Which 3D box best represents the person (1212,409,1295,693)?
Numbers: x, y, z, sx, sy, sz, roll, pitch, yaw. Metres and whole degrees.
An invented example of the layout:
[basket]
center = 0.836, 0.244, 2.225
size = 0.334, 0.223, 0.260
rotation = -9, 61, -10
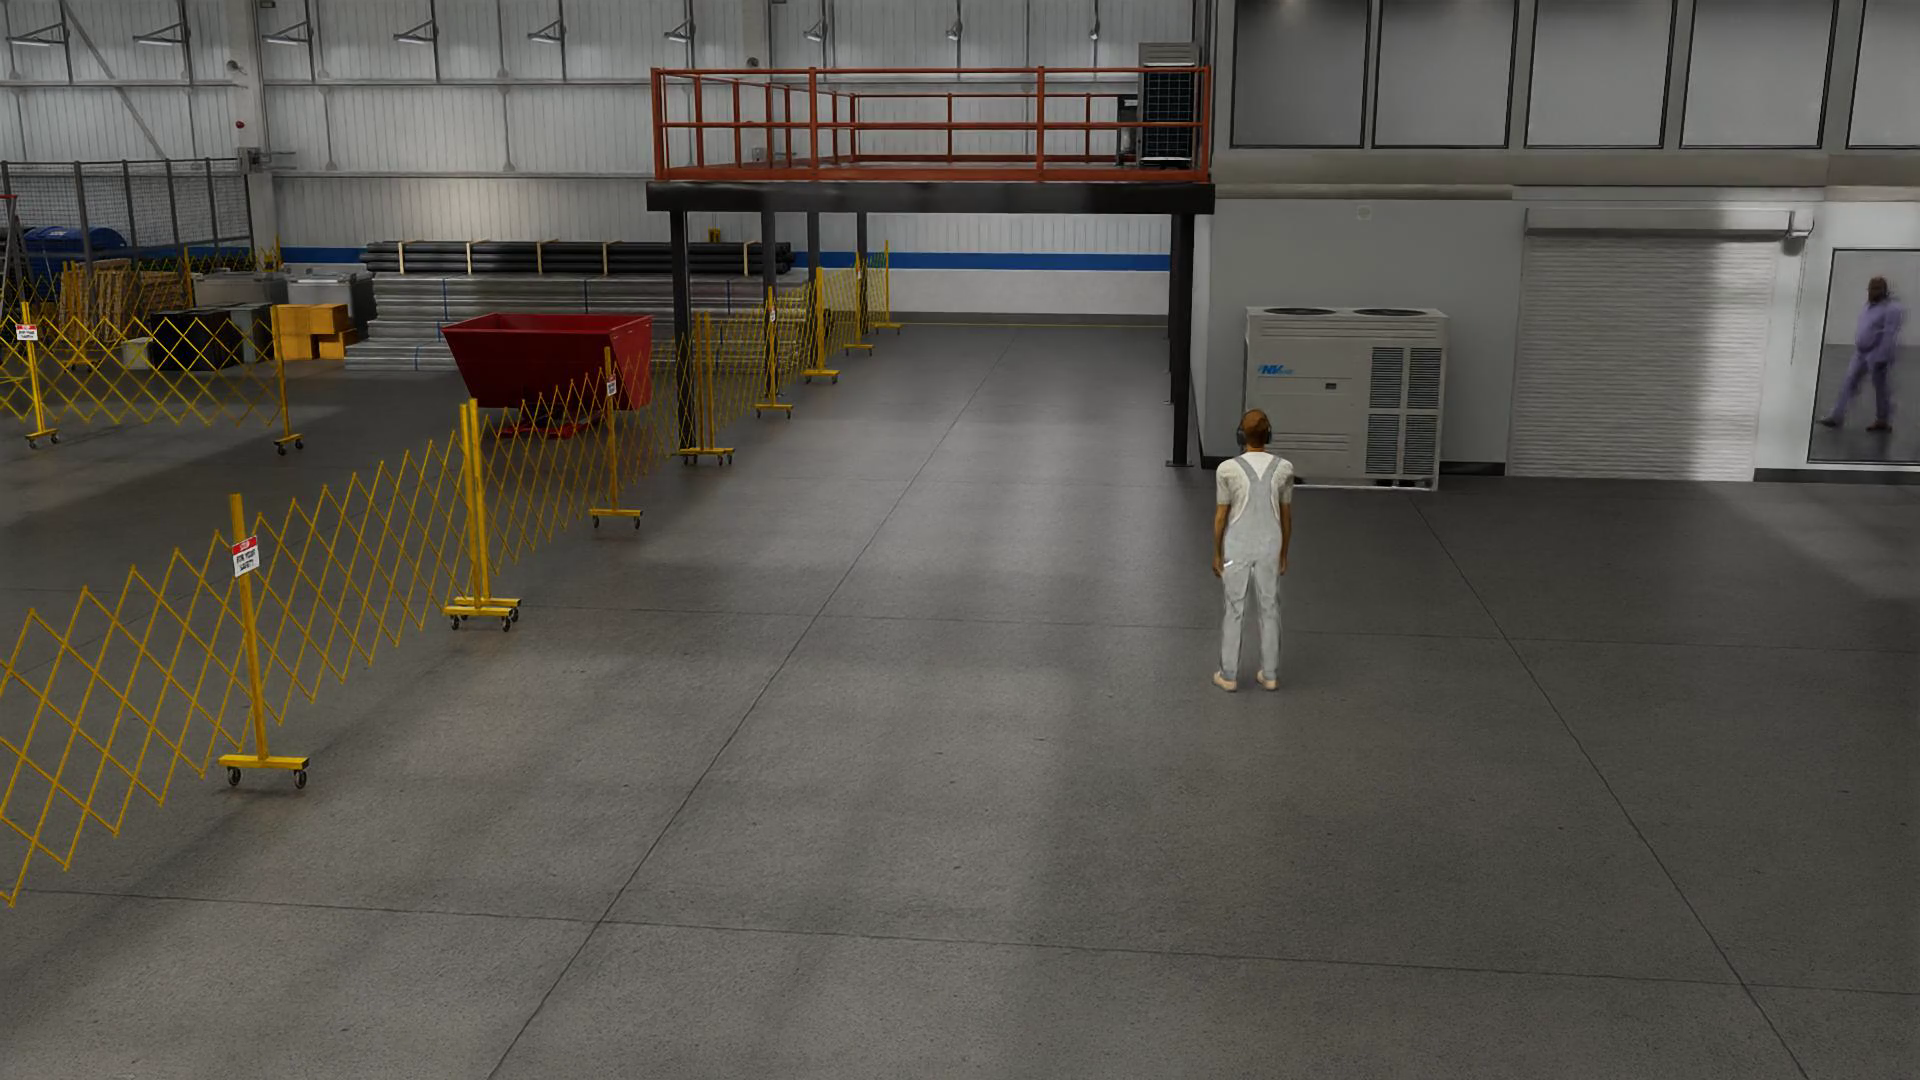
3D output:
[person]
center = 1.868, 0.077, 10.659
size = 0.502, 1.837, 0.351
rotation = -1, 14, -6
